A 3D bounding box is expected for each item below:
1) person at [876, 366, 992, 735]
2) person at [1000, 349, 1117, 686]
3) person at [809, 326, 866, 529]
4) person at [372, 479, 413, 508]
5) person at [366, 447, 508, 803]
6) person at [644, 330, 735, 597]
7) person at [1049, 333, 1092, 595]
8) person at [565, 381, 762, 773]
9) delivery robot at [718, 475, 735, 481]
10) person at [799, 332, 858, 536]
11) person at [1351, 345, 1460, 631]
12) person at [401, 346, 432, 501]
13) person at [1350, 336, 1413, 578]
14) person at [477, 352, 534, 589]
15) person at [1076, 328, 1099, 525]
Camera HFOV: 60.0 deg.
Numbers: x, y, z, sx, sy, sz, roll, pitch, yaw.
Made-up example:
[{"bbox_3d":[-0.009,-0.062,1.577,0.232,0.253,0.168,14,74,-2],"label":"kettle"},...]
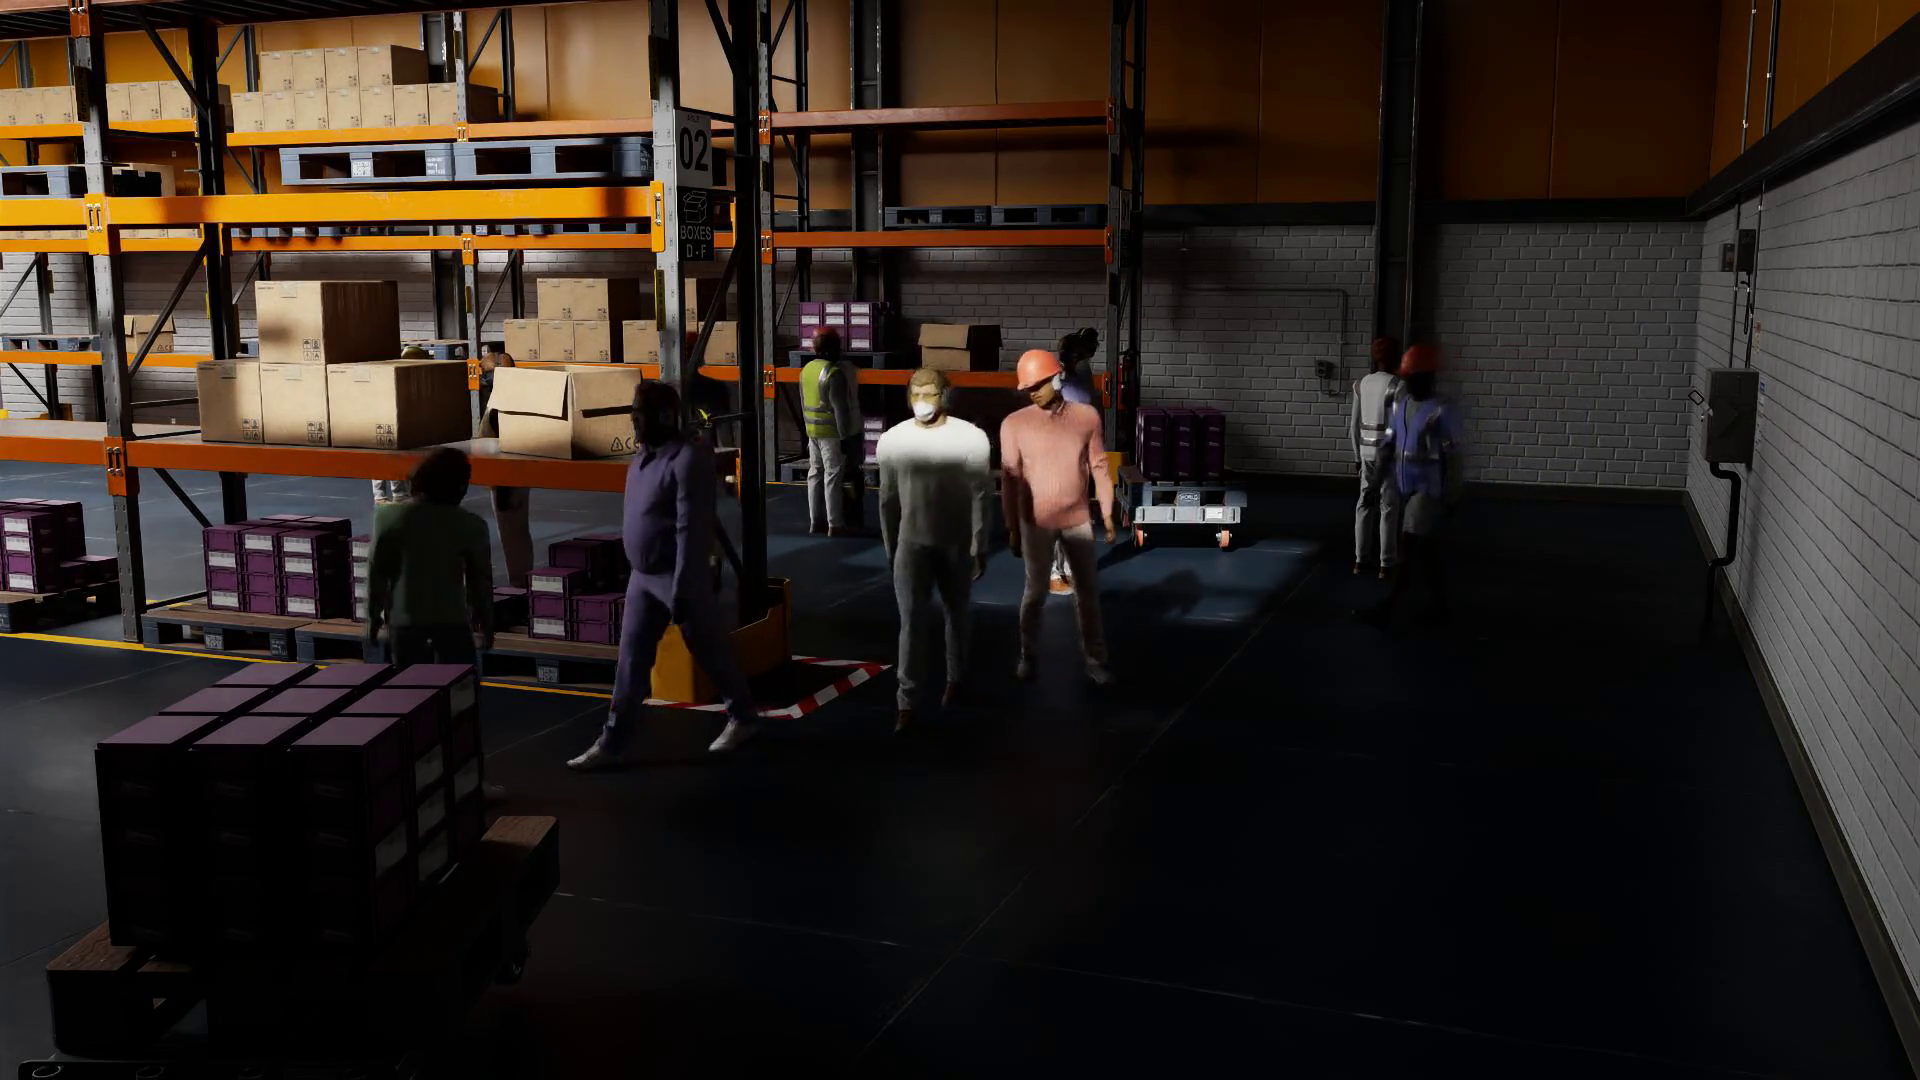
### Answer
[{"bbox_3d":[-0.138,0.027,8.781,0.631,1.891,1.025,1,9,7],"label":"person"},{"bbox_3d":[0.562,-0.122,9.540,0.679,1.948,0.455,-2,9,-13],"label":"person"},{"bbox_3d":[-1.108,-1.025,15.343,0.465,1.896,0.649,4,10,22],"label":"person"},{"bbox_3d":[-5.777,-1.240,16.868,0.429,1.842,0.635,4,10,24],"label":"person"},{"bbox_3d":[-2.312,0.397,7.330,0.585,1.603,0.422,-2,9,-14],"label":"person"},{"bbox_3d":[-1.926,-0.520,11.946,0.650,1.968,0.644,-2,9,-15],"label":"person"},{"bbox_3d":[0.789,-0.566,12.360,0.357,1.933,0.630,6,11,32],"label":"person"},{"bbox_3d":[-1.395,0.166,8.014,1.011,1.863,0.655,-8,12,-40],"label":"person"},{"bbox_3d":[-2.733,-0.797,17.817,0.707,0.478,0.477,-2,9,-13],"label":"delivery robot"},{"bbox_3d":[-1.186,-0.954,15.076,0.429,1.844,0.627,-7,12,-38],"label":"person"},{"bbox_3d":[2.948,-0.337,11.031,0.982,1.890,0.558,-4,10,-24],"label":"person"},{"bbox_3d":[-4.034,-0.536,12.471,0.404,1.835,0.590,-1,9,-5],"label":"person"},{"bbox_3d":[3.310,-0.642,12.986,0.350,1.882,0.583,-6,11,-34],"label":"person"},{"bbox_3d":[-3.147,-0.385,11.544,0.430,1.836,0.629,-2,9,-9],"label":"person"},{"bbox_3d":[1.168,-1.080,15.811,0.333,1.862,0.520,2,9,11],"label":"person"}]
